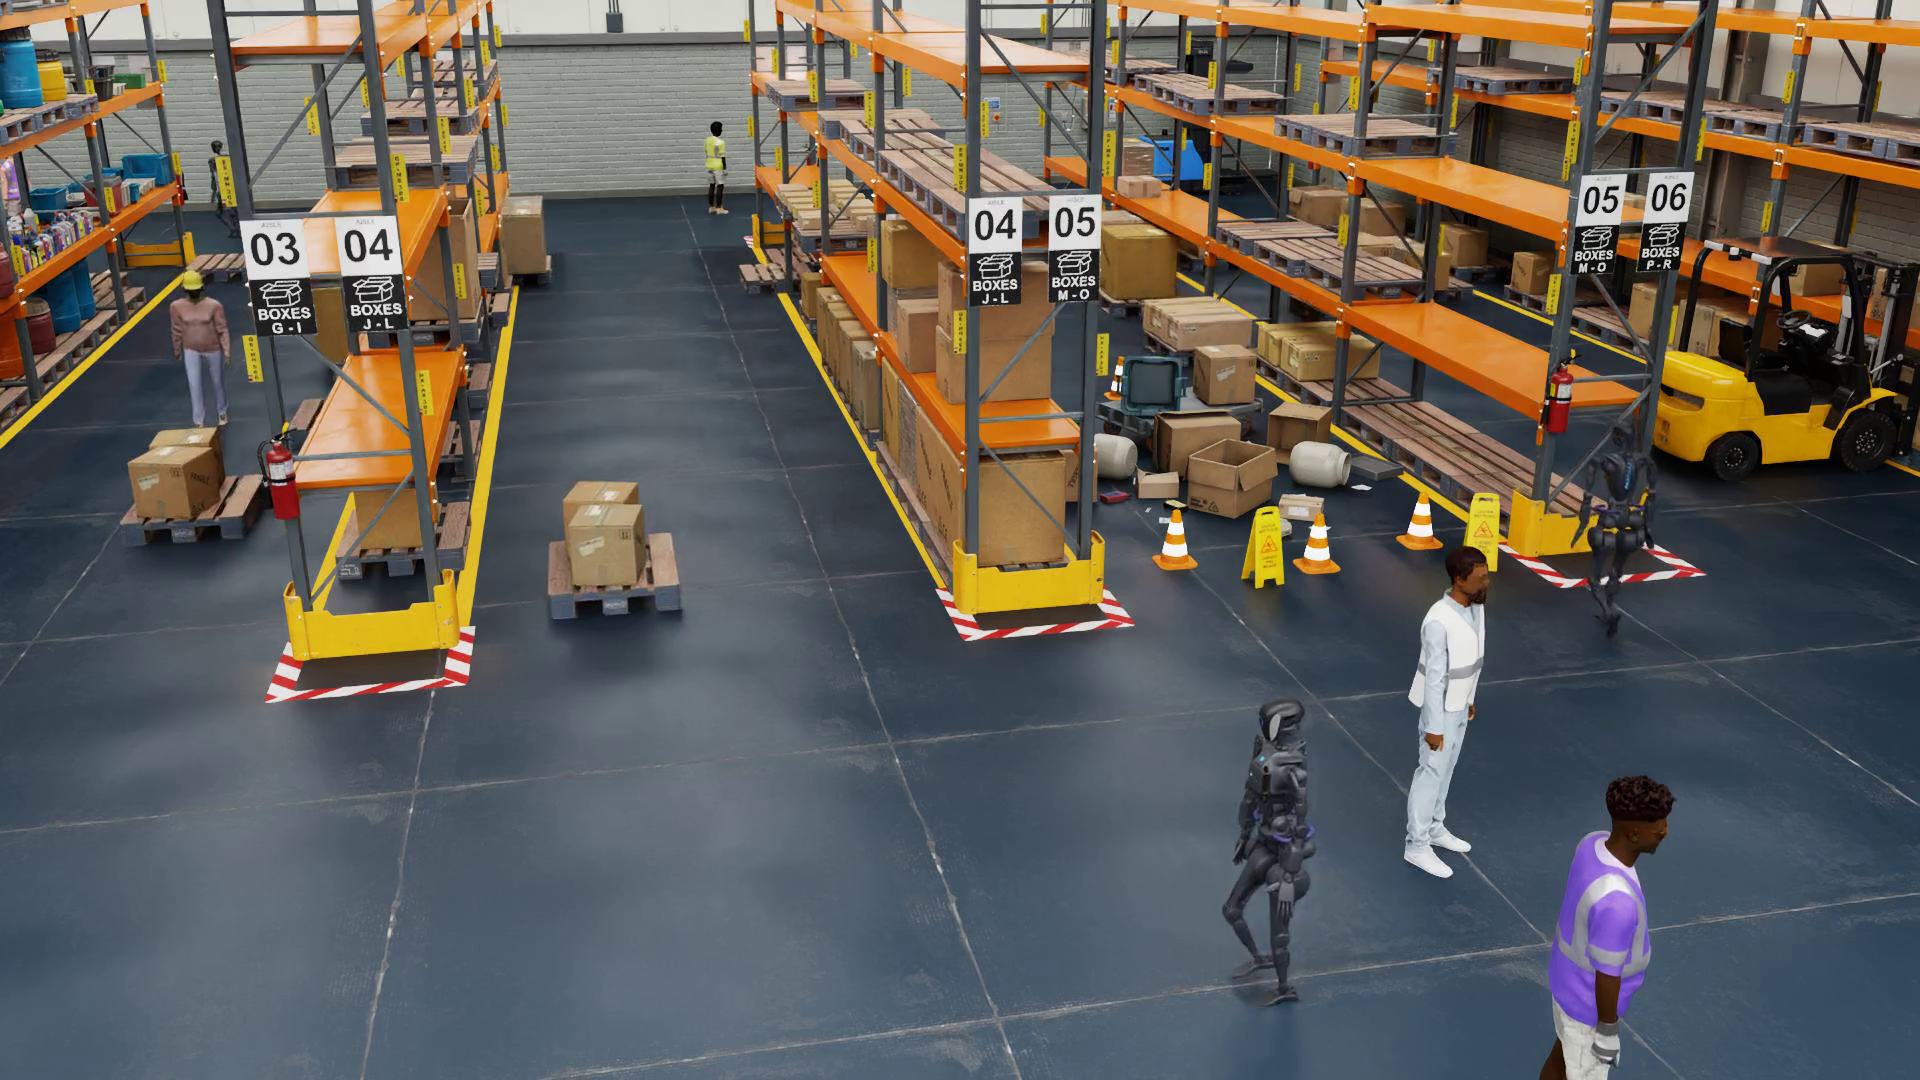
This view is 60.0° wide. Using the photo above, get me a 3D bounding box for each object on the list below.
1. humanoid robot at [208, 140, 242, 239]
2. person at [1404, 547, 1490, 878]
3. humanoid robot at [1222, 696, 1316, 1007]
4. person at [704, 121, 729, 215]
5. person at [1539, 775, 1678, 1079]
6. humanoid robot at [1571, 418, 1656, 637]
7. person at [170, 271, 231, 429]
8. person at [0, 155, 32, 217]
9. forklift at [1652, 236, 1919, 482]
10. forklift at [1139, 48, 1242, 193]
[{"bbox_3d":[-12.409,-5.931,28.150,0.365,1.641,0.612,7,22,19],"label":"humanoid robot"},{"bbox_3d":[2.719,0.933,9.325,0.375,1.916,0.595,13,24,32],"label":"person"},{"bbox_3d":[1.529,1.526,8.074,0.386,1.651,0.589,-6,21,-17],"label":"humanoid robot"},{"bbox_3d":[-4.473,-6.829,30.551,0.540,1.685,0.320,17,27,39],"label":"person"},{"bbox_3d":[2.613,1.842,6.827,0.382,1.957,0.601,4,21,11],"label":"person"},{"bbox_3d":[4.944,-0.086,12.421,0.616,1.628,0.559,-1,20,-3],"label":"humanoid robot"},{"bbox_3d":[-7.922,-1.959,17.390,0.566,1.718,0.884,-7,21,-17],"label":"person"},{"bbox_3d":[-15.369,-5.564,27.151,0.348,1.688,0.491,11,23,28],"label":"person"},{"bbox_3d":[8.013,-1.814,16.330,2.313,2.155,1.214,-4,21,-12],"label":"forklift"},{"bbox_3d":[4.566,-8.313,32.860,1.873,2.768,1.129,-4,21,-12],"label":"forklift"}]
